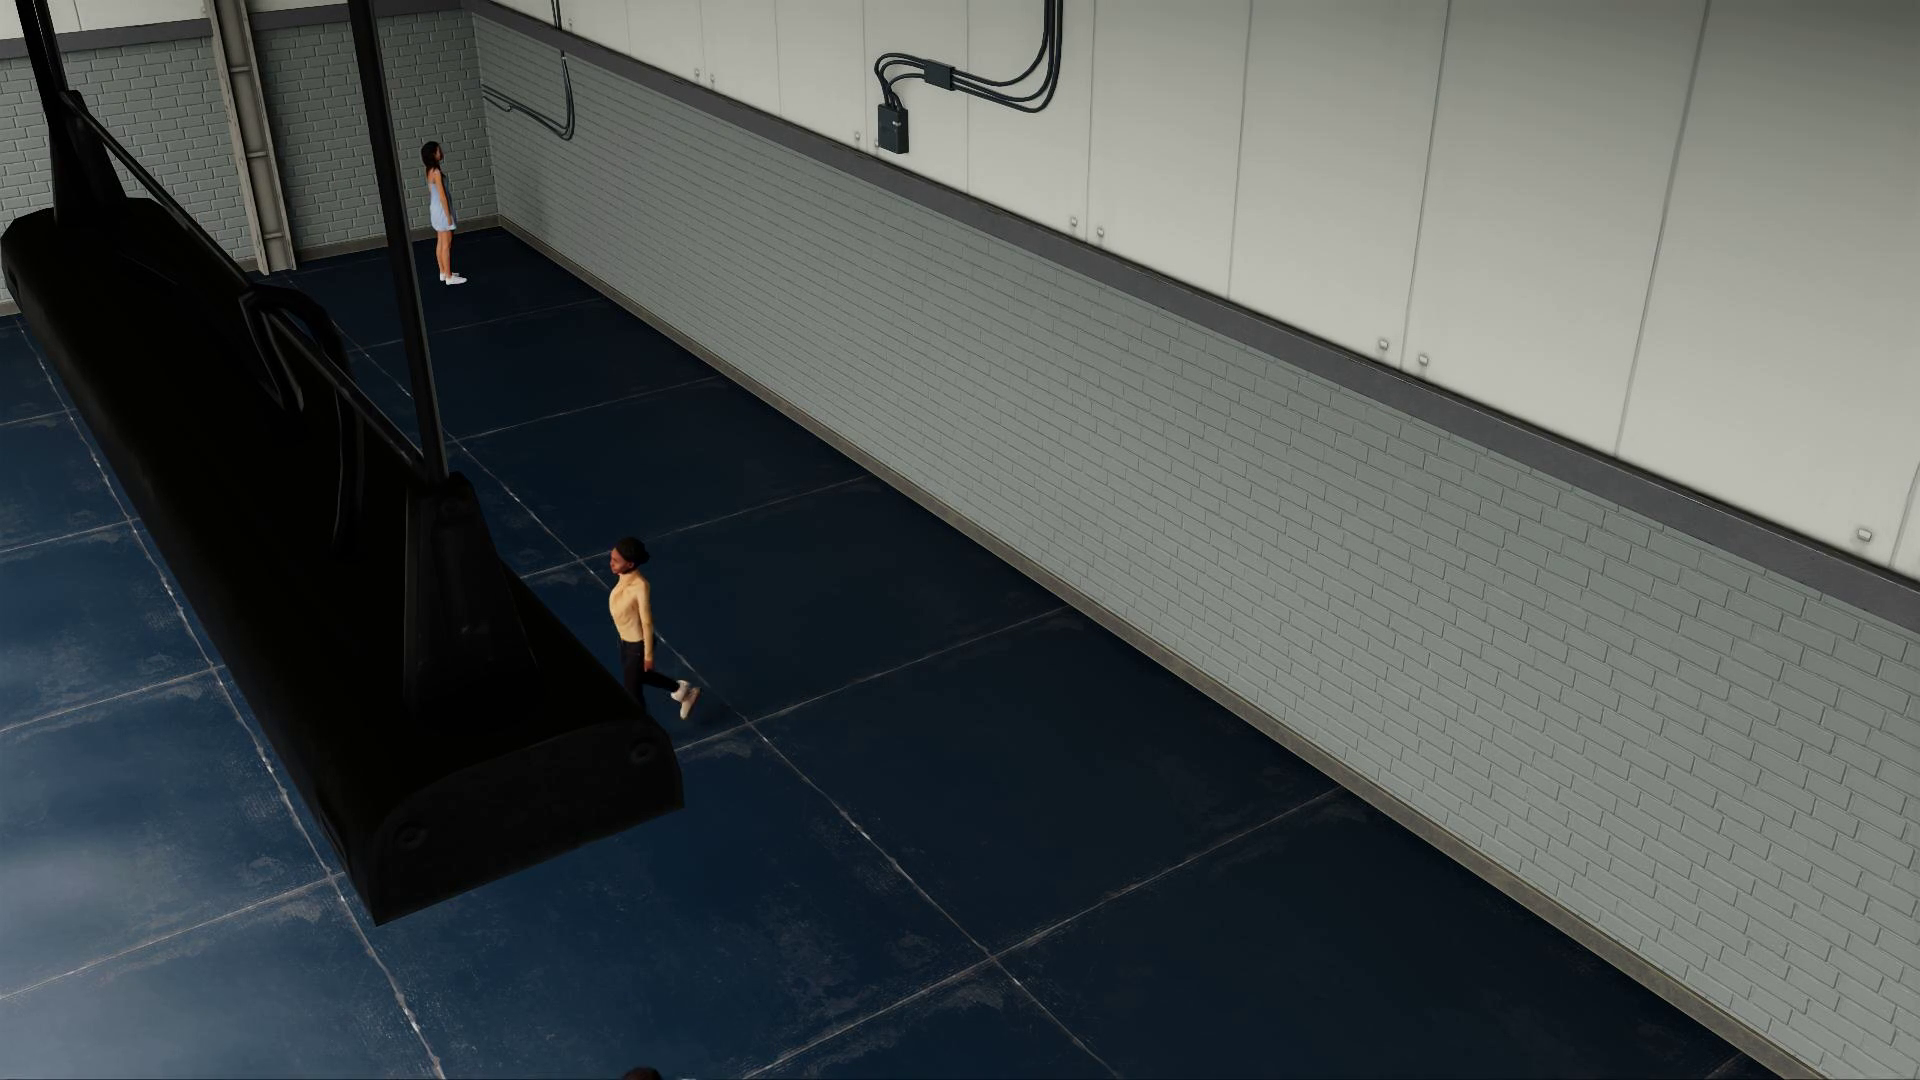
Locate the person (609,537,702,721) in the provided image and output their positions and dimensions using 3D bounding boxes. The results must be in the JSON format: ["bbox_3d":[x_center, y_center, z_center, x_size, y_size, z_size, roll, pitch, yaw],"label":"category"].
[{"bbox_3d":[-2.161,0.689,11.496,0.969,1.642,0.664,-14,31,-24],"label":"person"}]

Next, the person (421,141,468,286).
[{"bbox_3d":[-6.288,-3.977,20.163,0.526,1.730,0.590,-17,32,-28],"label":"person"}]
